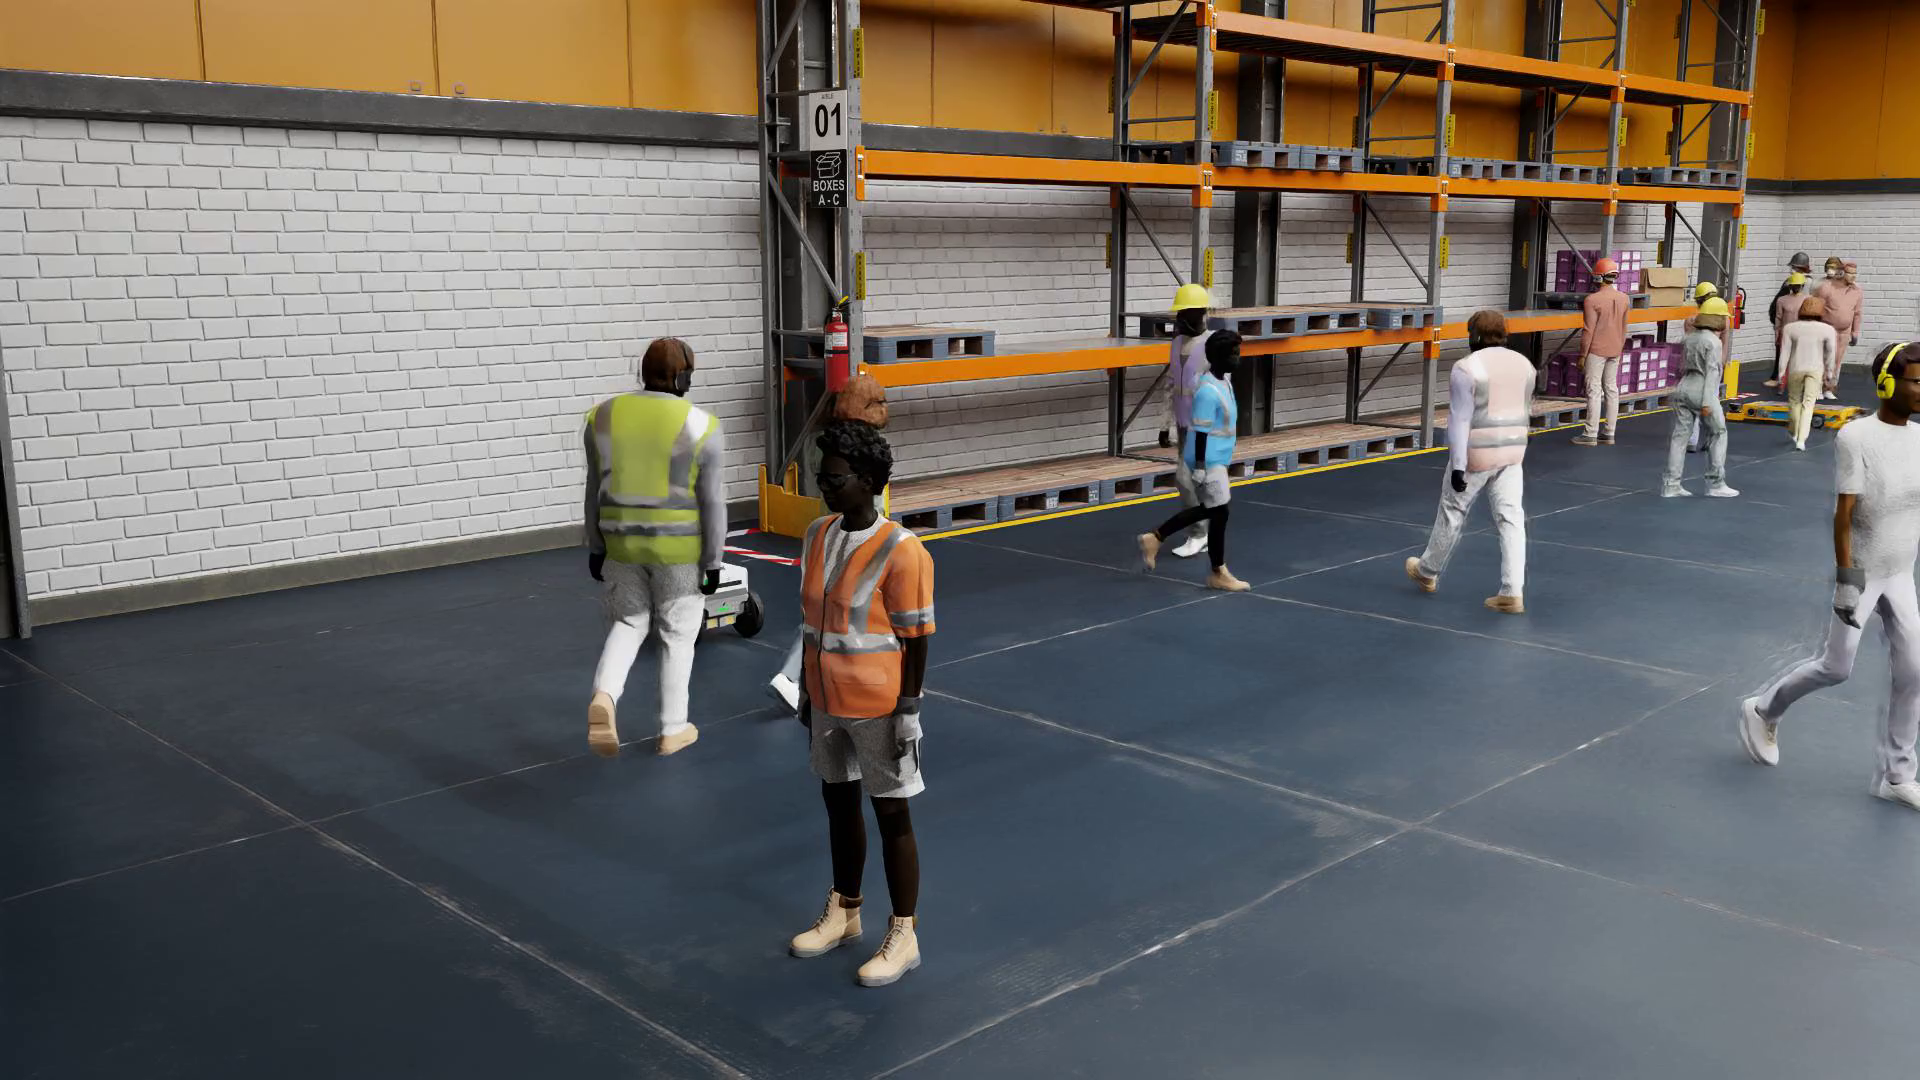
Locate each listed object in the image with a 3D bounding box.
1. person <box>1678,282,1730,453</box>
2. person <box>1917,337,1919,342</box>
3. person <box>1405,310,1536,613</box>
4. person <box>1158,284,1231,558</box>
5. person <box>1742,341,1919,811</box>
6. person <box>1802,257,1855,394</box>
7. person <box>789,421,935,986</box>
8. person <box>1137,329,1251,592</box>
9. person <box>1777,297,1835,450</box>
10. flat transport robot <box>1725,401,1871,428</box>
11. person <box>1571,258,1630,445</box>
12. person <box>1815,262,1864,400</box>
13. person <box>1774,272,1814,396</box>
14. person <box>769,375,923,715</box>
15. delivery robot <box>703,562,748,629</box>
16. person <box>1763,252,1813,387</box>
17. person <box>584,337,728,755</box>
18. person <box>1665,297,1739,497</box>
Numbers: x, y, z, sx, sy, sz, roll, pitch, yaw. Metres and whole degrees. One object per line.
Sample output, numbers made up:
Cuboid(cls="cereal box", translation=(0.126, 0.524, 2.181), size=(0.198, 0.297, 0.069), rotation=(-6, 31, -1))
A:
Cuboid(cls="person", translation=(7.667, -1.775, 17.183), size=(0.523, 1.765, 0.316), rotation=(-3, 11, -14))
Cuboid(cls="person", translation=(9.157, -1.518, 15.393), size=(0.951, 1.896, 0.662), rotation=(-9, 14, -41))
Cuboid(cls="person", translation=(3.154, -0.491, 10.114), size=(0.641, 1.788, 1.004), rotation=(-3, 11, -18))
Cuboid(cls="person", translation=(1.587, -0.815, 11.546), size=(0.514, 1.905, 0.607), rotation=(-5, 12, -26))
Cuboid(cls="person", translation=(3.607, 0.118, 6.665), size=(0.519, 1.842, 0.838), rotation=(-3, 11, -18))
Cuboid(cls="person", translation=(12.359, -3.053, 23.671), size=(0.636, 1.937, 0.358), rotation=(10, 14, 44))
Cuboid(cls="person", translation=(-0.307, 0.487, 5.025), size=(0.541, 1.696, 0.315), rotation=(10, 14, 44))
Cuboid(cls="person", translation=(1.481, -0.503, 10.492), size=(0.701, 1.667, 0.568), rotation=(3, 11, 16))
Cuboid(cls="person", translation=(8.950, -1.768, 17.598), size=(0.521, 1.583, 0.871), rotation=(6, 12, 28))
Cuboid(cls="flat transport robot", translation=(9.965, -1.504, 19.772), size=(0.652, 0.197, 1.431), rotation=(-10, 14, -44))
Cuboid(cls="person", translation=(6.871, -2.009, 17.821), size=(0.612, 1.995, 0.376), rotation=(-5, 12, -25))
Cuboid(cls="person", translation=(11.923, -2.832, 22.647), size=(0.656, 1.874, 0.495), rotation=(-1, 10, -7))
Cuboid(cls="person", translation=(11.800, -2.922, 23.519), size=(0.522, 1.731, 0.820), rotation=(6, 12, 28))
Cuboid(cls="person", translation=(-0.538, 0.030, 7.778), size=(0.745, 1.604, 0.500), rotation=(-9, 14, -41))
Cuboid(cls="delivery robot", translation=(-1.509, 0.226, 9.310), size=(0.477, 0.478, 0.707), rotation=(-10, 14, -44))
Cuboid(cls="person", translation=(12.328, -3.277, 24.612), size=(0.686, 2.000, 0.745), rotation=(2, 11, 12))
Cuboid(cls="person", translation=(-1.302, 0.066, 7.023), size=(0.655, 1.815, 0.641), rotation=(2, 11, 12))
Cuboid(cls="person", translation=(6.410, -1.209, 14.244), size=(0.739, 1.712, 0.491), rotation=(-2, 11, -13))
